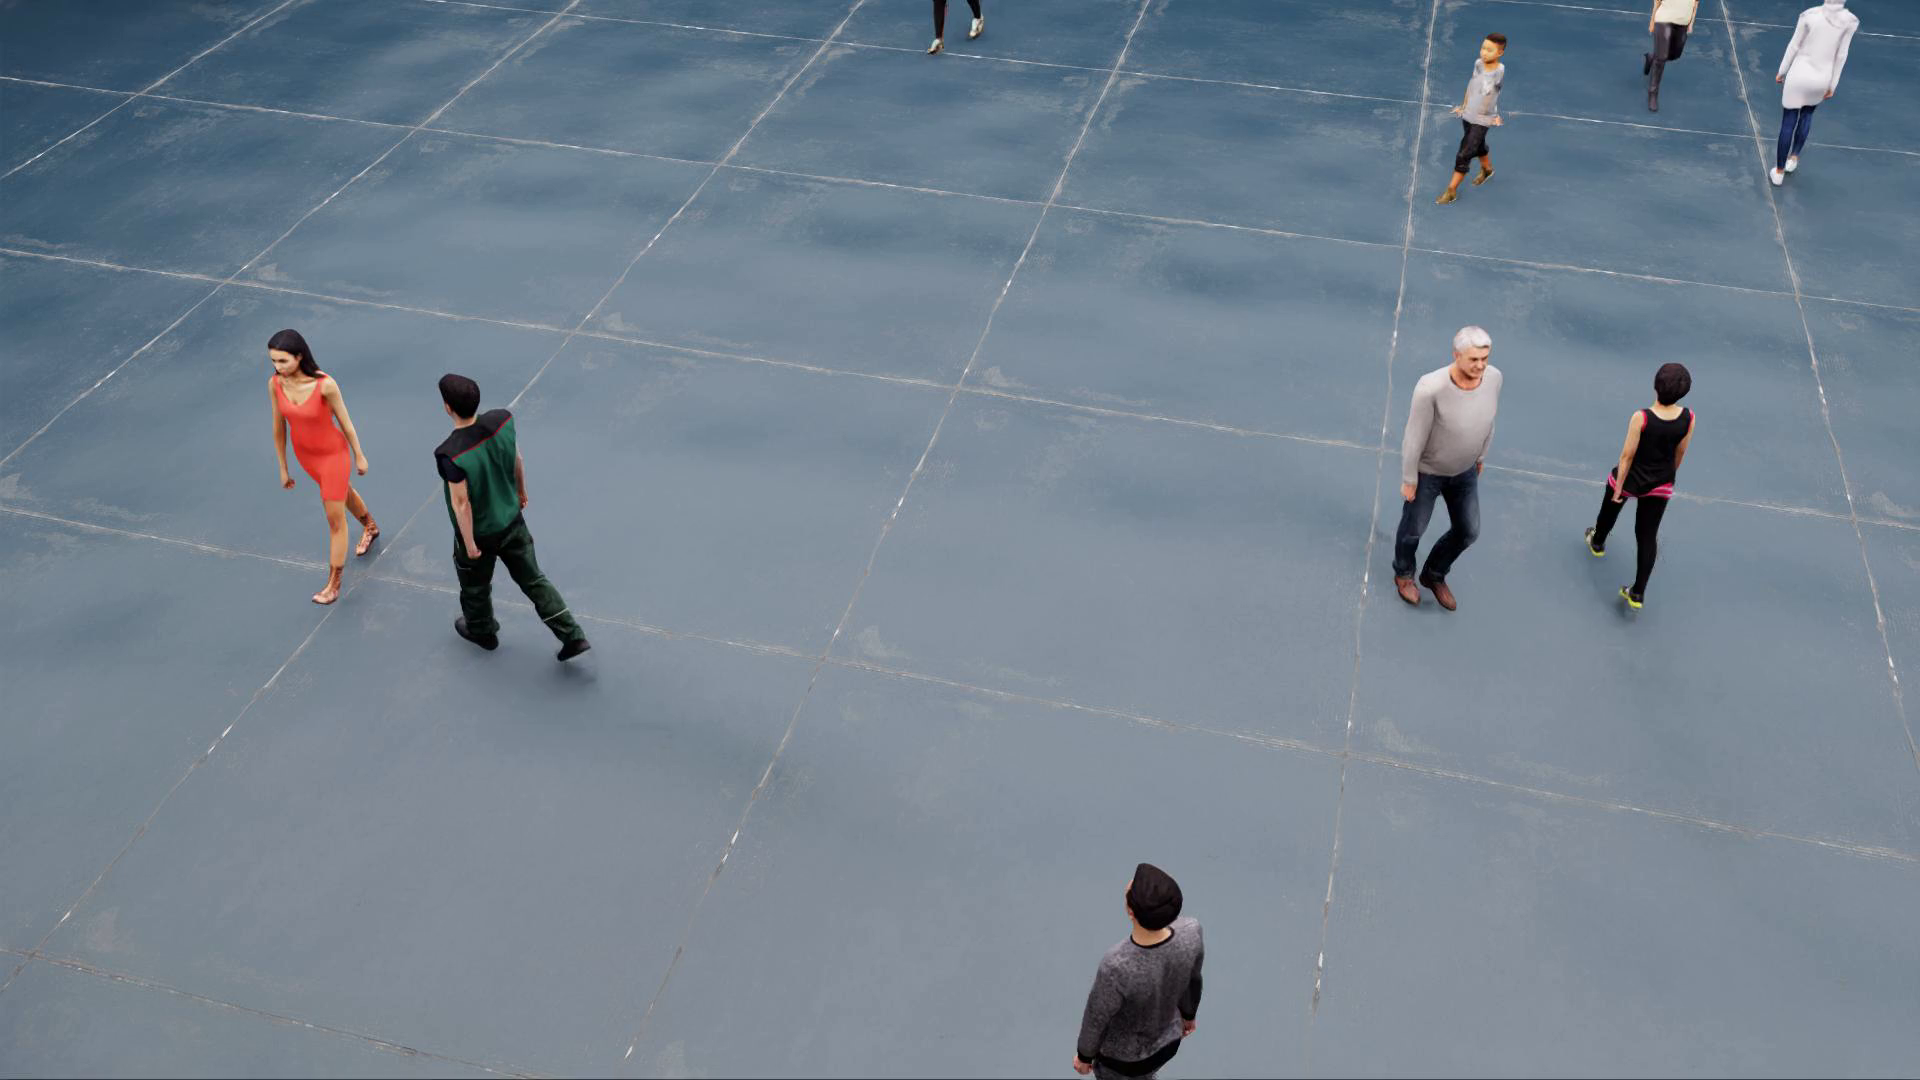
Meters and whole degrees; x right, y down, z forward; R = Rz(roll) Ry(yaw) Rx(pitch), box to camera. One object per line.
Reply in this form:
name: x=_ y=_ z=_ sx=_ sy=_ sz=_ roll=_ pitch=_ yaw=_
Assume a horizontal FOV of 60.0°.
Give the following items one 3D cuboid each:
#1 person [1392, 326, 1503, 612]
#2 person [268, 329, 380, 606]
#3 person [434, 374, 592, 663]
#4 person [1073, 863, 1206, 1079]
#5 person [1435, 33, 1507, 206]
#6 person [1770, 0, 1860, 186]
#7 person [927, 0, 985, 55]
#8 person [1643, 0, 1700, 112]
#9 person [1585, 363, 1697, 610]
person: x=2.747 y=-0.466 z=9.618 sx=0.879 sy=1.891 sz=0.887 roll=-9 pitch=39 yaw=-12
person: x=-3.739 y=-0.526 z=9.875 sx=0.656 sy=1.668 sz=1.130 roll=6 pitch=38 yaw=7
person: x=-2.498 y=-0.057 z=9.113 sx=0.976 sy=1.869 sz=1.212 roll=21 pitch=43 yaw=24
person: x=0.745 y=2.003 z=6.510 sx=0.798 sy=1.831 sz=0.877 roll=-25 pitch=44 yaw=-28
person: x=4.431 y=-3.641 z=14.057 sx=1.080 sy=1.421 sz=0.957 roll=-26 pitch=45 yaw=-29
person: x=7.157 y=-3.839 z=14.035 sx=0.611 sy=1.761 sz=0.675 roll=10 pitch=39 yaw=12
person: x=-0.001 y=-5.788 z=16.518 sx=0.765 sy=1.771 sz=1.197 roll=16 pitch=41 yaw=19
person: x=6.590 y=-4.829 z=15.456 sx=0.756 sy=1.568 sz=0.974 roll=-1 pitch=38 yaw=-2
person: x=4.019 y=-0.299 z=9.711 sx=0.689 sy=1.514 sz=1.083 roll=2 pitch=38 yaw=2
